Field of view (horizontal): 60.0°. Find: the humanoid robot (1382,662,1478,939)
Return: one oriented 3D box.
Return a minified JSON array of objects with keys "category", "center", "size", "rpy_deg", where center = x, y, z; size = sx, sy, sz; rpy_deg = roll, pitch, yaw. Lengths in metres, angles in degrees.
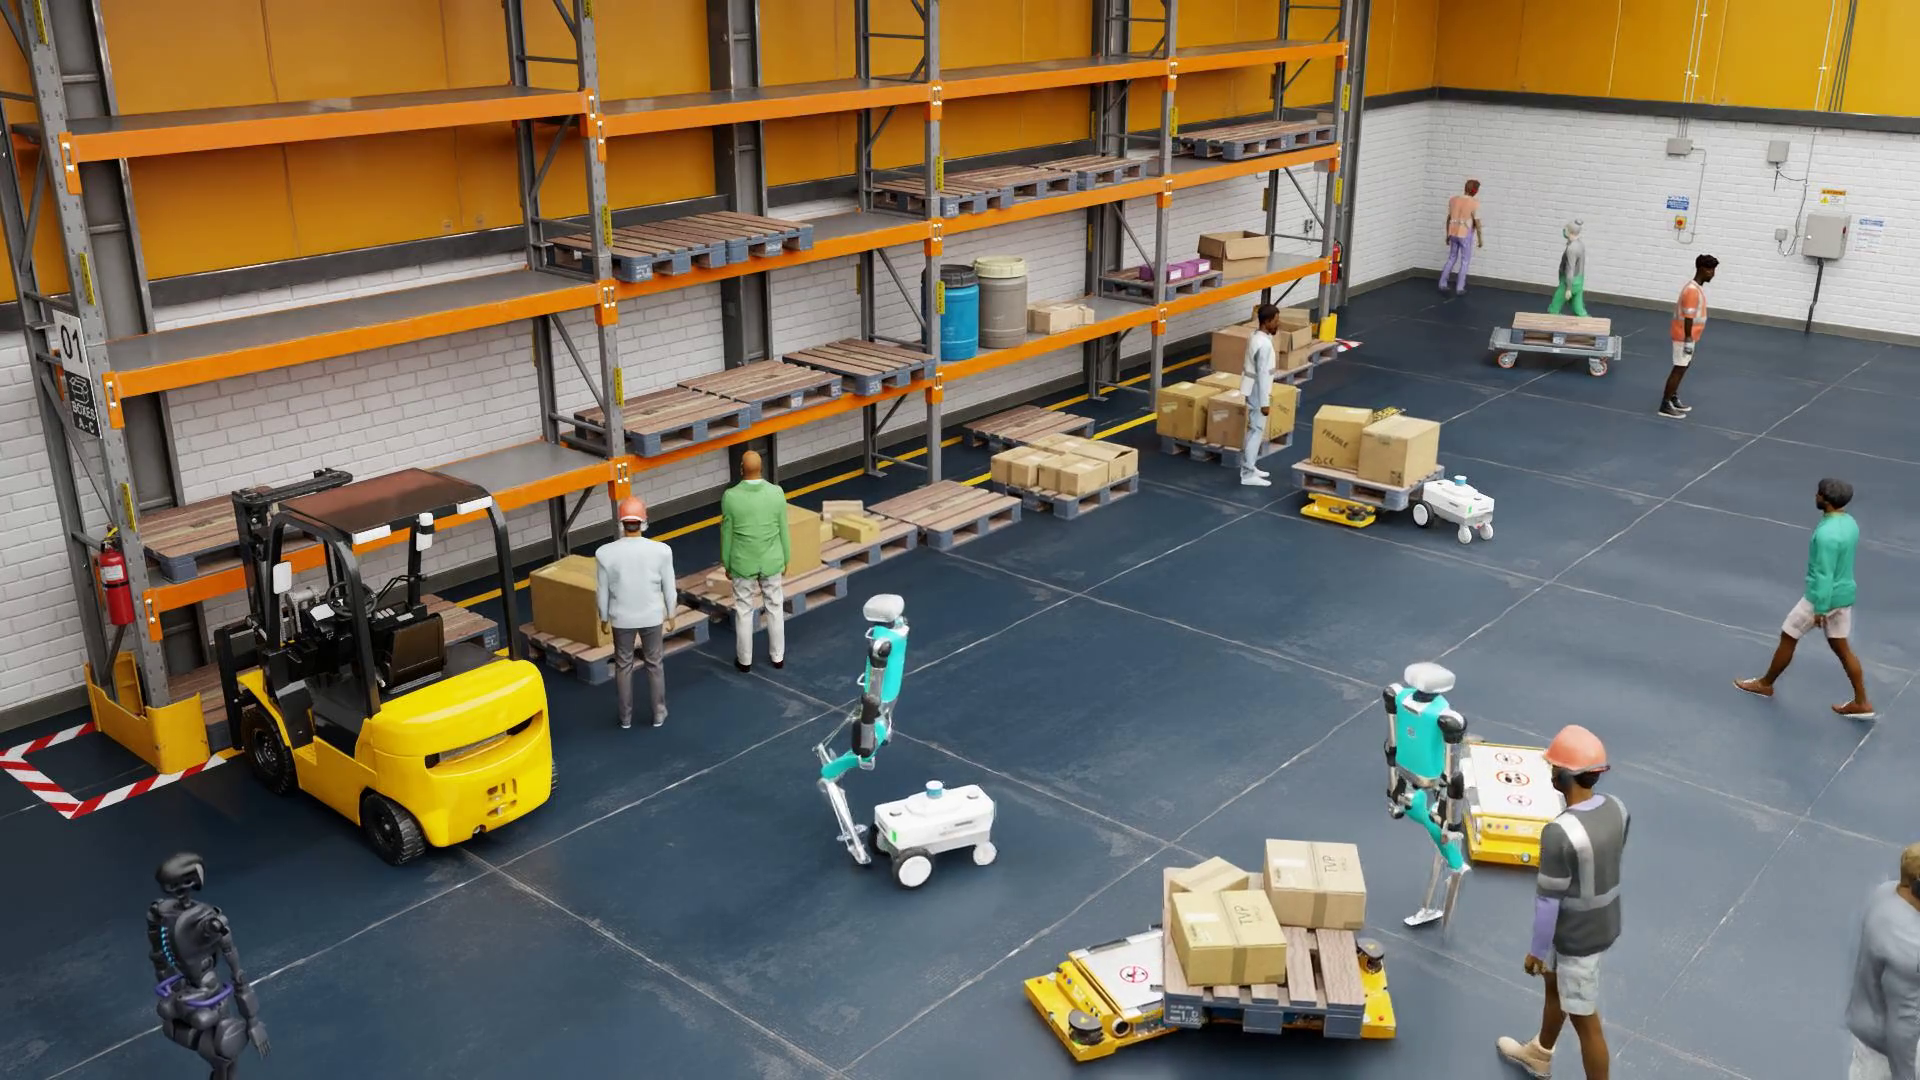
[{"category":"humanoid robot","center":[2.746,1.504,9.451],"size":[0.747,1.836,0.544],"rpy_deg":[-13,24,-31]}]

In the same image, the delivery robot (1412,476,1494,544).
[{"category":"delivery robot","center":[4.779,-0.318,16.022],"size":[0.499,0.609,0.813],"rpy_deg":[-9,22,-24]}]

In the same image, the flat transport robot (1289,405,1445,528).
[{"category":"flat transport robot","center":[4.079,-0.442,16.748],"size":[0.659,0.231,1.431],"rpy_deg":[16,26,37]}]

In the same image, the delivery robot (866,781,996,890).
[{"category":"delivery robot","center":[-0.183,1.794,10.304],"size":[0.803,0.613,0.499],"rpy_deg":[-9,22,-22]}]

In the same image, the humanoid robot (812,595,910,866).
[{"category":"humanoid robot","center":[-0.687,1.159,10.269],"size":[0.779,1.768,0.591],"rpy_deg":[4,21,12]}]

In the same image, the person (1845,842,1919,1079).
[{"category":"person","center":[4.073,2.168,7.320],"size":[0.856,1.909,0.640],"rpy_deg":[9,22,23]}]

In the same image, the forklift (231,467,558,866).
[{"category":"forklift","center":[-3.730,0.710,10.856],"size":[2.313,2.155,1.214],"rpy_deg":[17,26,38]}]

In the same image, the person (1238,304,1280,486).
[{"category":"person","center":[3.093,-1.514,17.290],"size":[0.401,1.911,0.590],"rpy_deg":[1,20,2]}]

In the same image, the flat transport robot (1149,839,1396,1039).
[{"category":"flat transport robot","center":[1.601,2.400,9.048],"size":[1.431,0.231,0.659],"rpy_deg":[2,20,6]}]

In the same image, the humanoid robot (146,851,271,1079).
[{"category":"humanoid robot","center":[-3.462,2.170,7.637],"size":[0.600,1.645,0.369],"rpy_deg":[9,22,23]}]

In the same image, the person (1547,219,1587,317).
[{"category":"person","center":[8.365,-3.542,22.962],"size":[0.952,1.792,0.555],"rpy_deg":[16,25,36]}]

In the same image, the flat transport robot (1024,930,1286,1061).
[{"category":"flat transport robot","center":[1.132,2.403,9.040],"size":[1.431,0.231,0.659],"rpy_deg":[-9,22,-22]}]

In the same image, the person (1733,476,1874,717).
[{"category":"person","center":[6.389,0.412,12.233],"size":[0.516,1.799,0.977],"rpy_deg":[-16,26,-37]}]

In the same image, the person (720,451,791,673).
[{"category":"person","center":[-1.581,0.171,12.919],"size":[0.544,1.777,0.387],"rpy_deg":[-6,21,-16]}]

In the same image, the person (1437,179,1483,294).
[{"category":"person","center":[7.919,-4.773,26.255],"size":[0.437,1.815,0.592],"rpy_deg":[-14,24,-33]}]

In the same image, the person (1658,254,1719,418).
[{"category":"person","center":[8.632,-2.420,19.692],"size":[0.418,1.946,0.600],"rpy_deg":[11,23,27]}]

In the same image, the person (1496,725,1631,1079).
[{"category":"person","center":[2.968,1.874,8.009],"size":[0.736,1.991,0.610],"rpy_deg":[19,28,42]}]

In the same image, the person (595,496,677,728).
[{"category":"person","center":[-2.325,0.525,12.008],"size":[0.572,1.738,0.351],"rpy_deg":[-4,21,-10]}]

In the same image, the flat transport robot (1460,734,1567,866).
[{"category":"flat transport robot","center":[3.642,1.703,10.938],"size":[0.659,0.231,1.431],"rpy_deg":[4,21,11]}]
